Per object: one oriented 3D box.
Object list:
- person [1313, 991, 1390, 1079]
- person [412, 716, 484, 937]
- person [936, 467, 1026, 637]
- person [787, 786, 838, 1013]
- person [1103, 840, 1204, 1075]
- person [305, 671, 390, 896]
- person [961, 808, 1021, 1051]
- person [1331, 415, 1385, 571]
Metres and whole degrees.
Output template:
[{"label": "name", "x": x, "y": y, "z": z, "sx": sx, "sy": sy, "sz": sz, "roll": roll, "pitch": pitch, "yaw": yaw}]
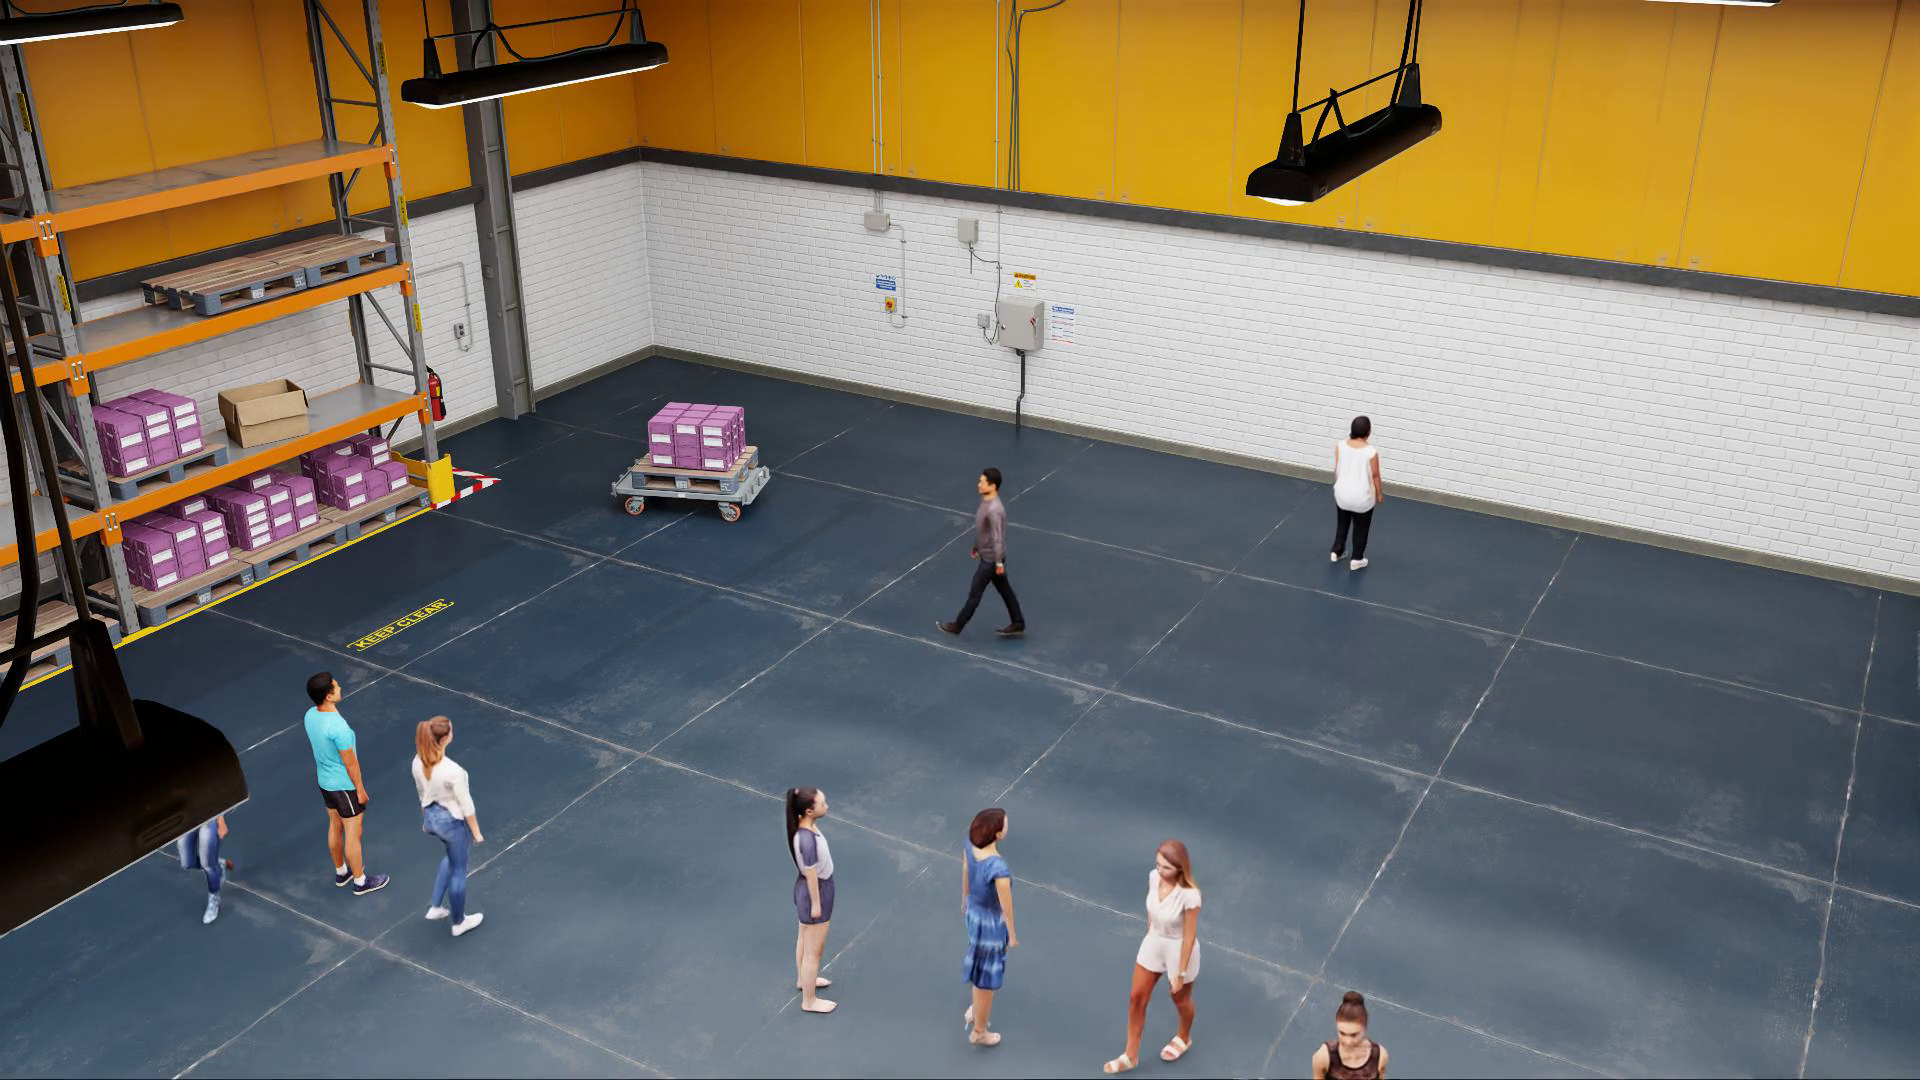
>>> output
[{"label": "person", "x": 2.084, "y": 3.151, "z": 9.123, "sx": 0.928, "sy": 1.630, "sz": 1.197, "roll": 0, "pitch": 24, "yaw": 0}, {"label": "person", "x": -3.628, "y": 2.034, "z": 11.575, "sx": 0.649, "sy": 1.714, "sz": 0.668, "roll": 16, "pitch": 28, "yaw": 32}, {"label": "person", "x": 0.386, "y": 0.158, "z": 15.844, "sx": 1.108, "sy": 1.731, "sz": 1.148, "roll": 20, "pitch": 31, "yaw": 39}, {"label": "person", "x": -0.989, "y": 2.339, "z": 10.956, "sx": 0.722, "sy": 1.649, "sz": 0.655, "roll": -5, "pitch": 24, "yaw": -12}, {"label": "person", "x": 1.381, "y": 2.564, "z": 10.416, "sx": 0.979, "sy": 1.671, "sz": 0.763, "roll": -20, "pitch": 31, "yaw": -39}, {"label": "person", "x": -4.524, "y": 1.767, "z": 12.108, "sx": 0.635, "sy": 1.776, "sz": 0.557, "roll": 17, "pitch": 29, "yaw": 34}, {"label": "person", "x": 0.102, "y": 2.484, "z": 10.445, "sx": 0.866, "sy": 1.794, "sz": 0.813, "roll": -12, "pitch": 27, "yaw": -26}, {"label": "person", "x": 4.147, "y": -0.494, "z": 17.397, "sx": 0.751, "sy": 1.682, "sz": 0.746, "roll": -19, "pitch": 30, "yaw": -37}]
